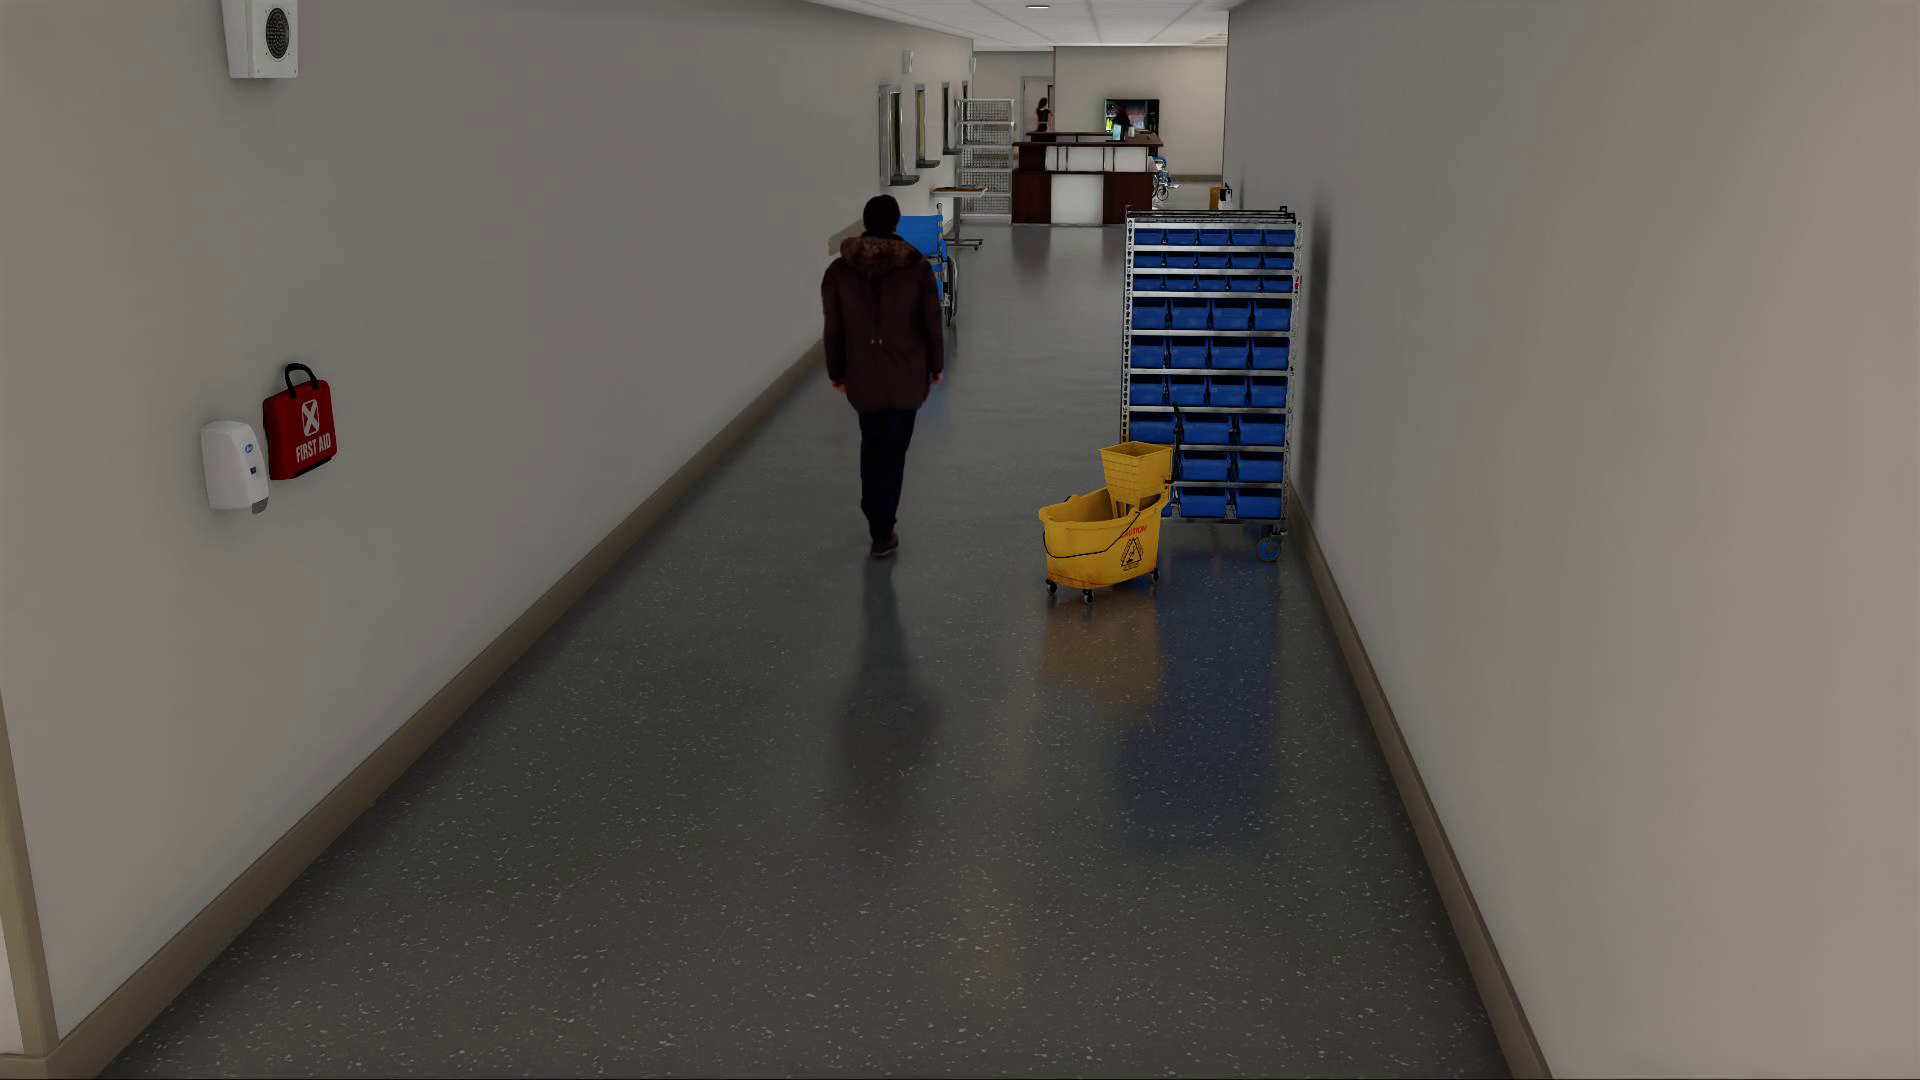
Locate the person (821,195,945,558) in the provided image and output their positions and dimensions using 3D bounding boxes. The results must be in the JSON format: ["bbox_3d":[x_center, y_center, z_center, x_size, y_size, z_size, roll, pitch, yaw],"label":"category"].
[{"bbox_3d":[-0.405,-0.810,8.500,0.841,1.822,0.873,4,16,13],"label":"person"}]

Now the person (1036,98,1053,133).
[{"bbox_3d":[2.107,-10.287,42.201,1.085,1.775,1.009,11,19,33],"label":"person"}]

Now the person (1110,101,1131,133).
[{"bbox_3d":[3.525,-8.569,36.082,1.282,1.788,1.149,-10,19,-31],"label":"person"}]
